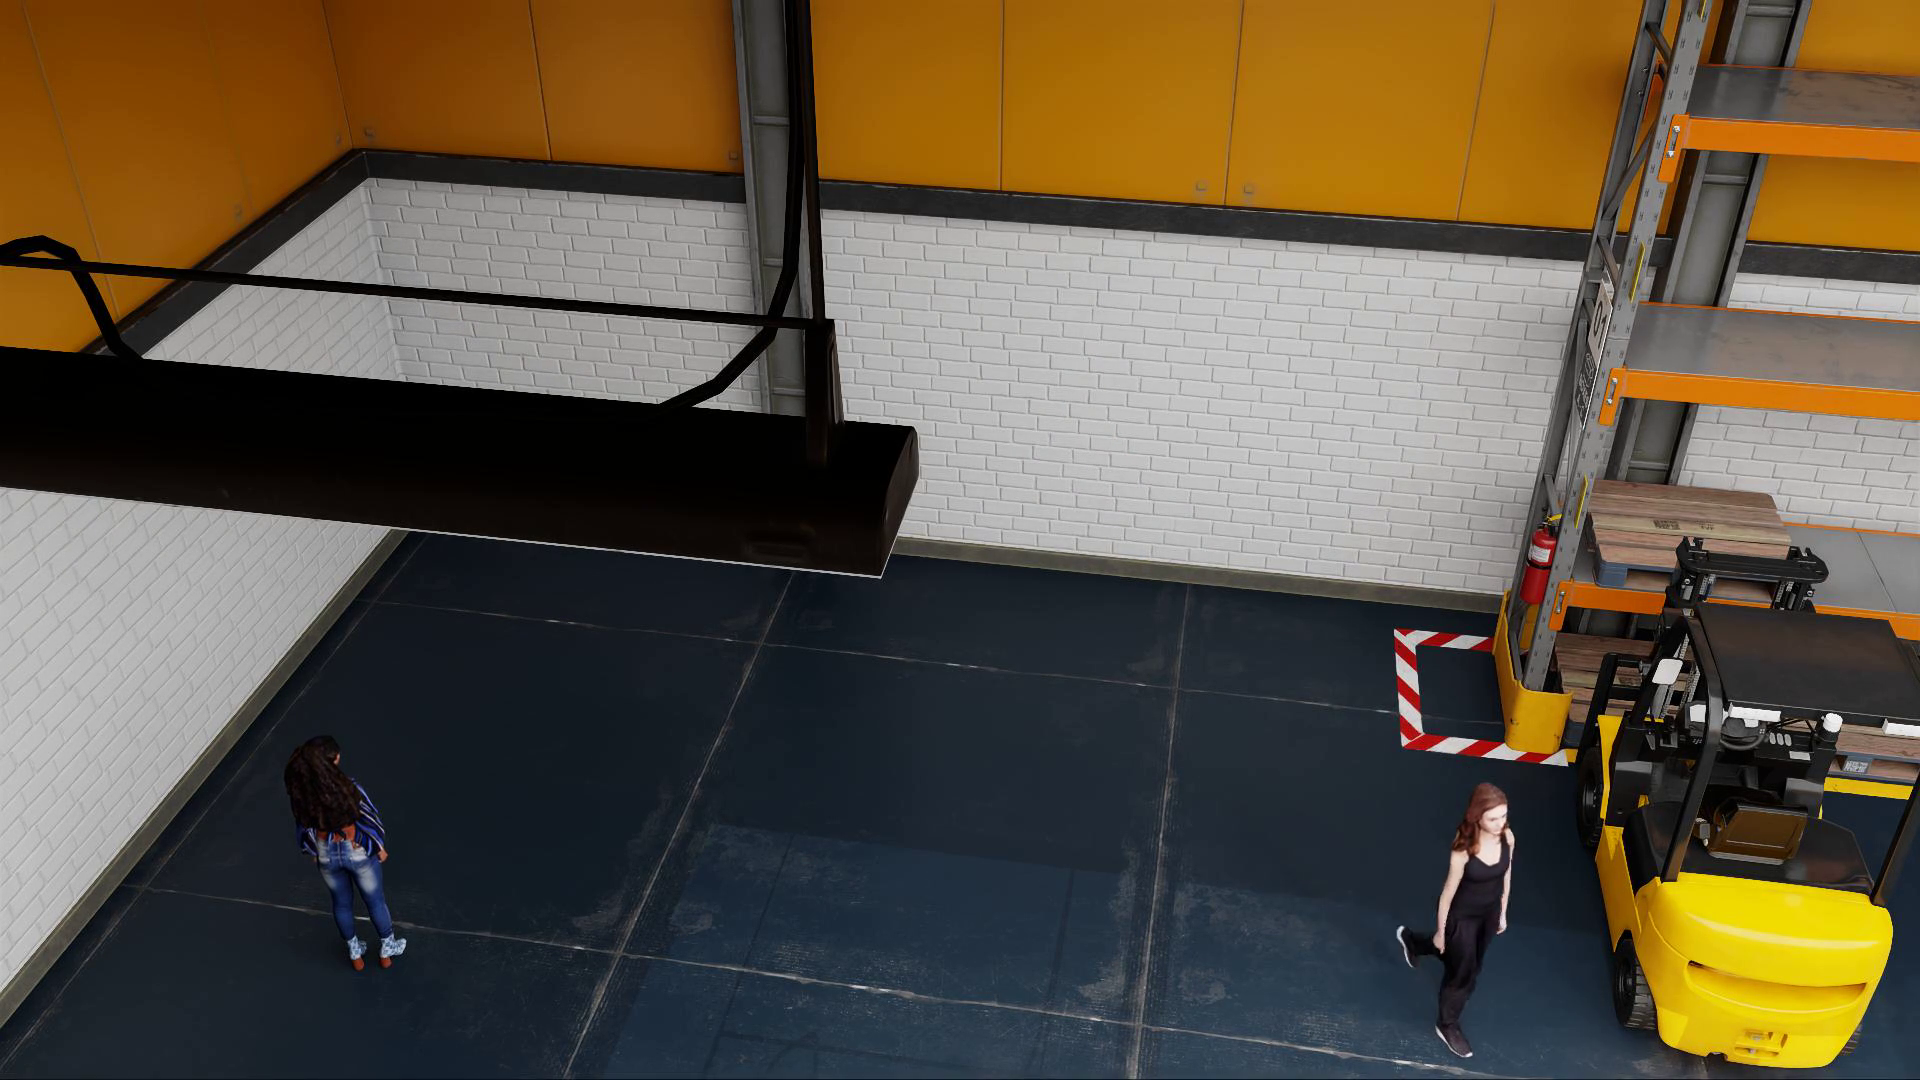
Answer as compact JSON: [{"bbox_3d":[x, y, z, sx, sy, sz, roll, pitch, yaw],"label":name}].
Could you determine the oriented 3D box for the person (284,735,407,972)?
[{"bbox_3d":[-3.373,1.715,9.132,0.540,1.617,0.707,0,34,0],"label":"person"}]

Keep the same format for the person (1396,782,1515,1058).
[{"bbox_3d":[2.617,1.904,8.747,0.983,1.729,0.997,-16,37,-23],"label":"person"}]
